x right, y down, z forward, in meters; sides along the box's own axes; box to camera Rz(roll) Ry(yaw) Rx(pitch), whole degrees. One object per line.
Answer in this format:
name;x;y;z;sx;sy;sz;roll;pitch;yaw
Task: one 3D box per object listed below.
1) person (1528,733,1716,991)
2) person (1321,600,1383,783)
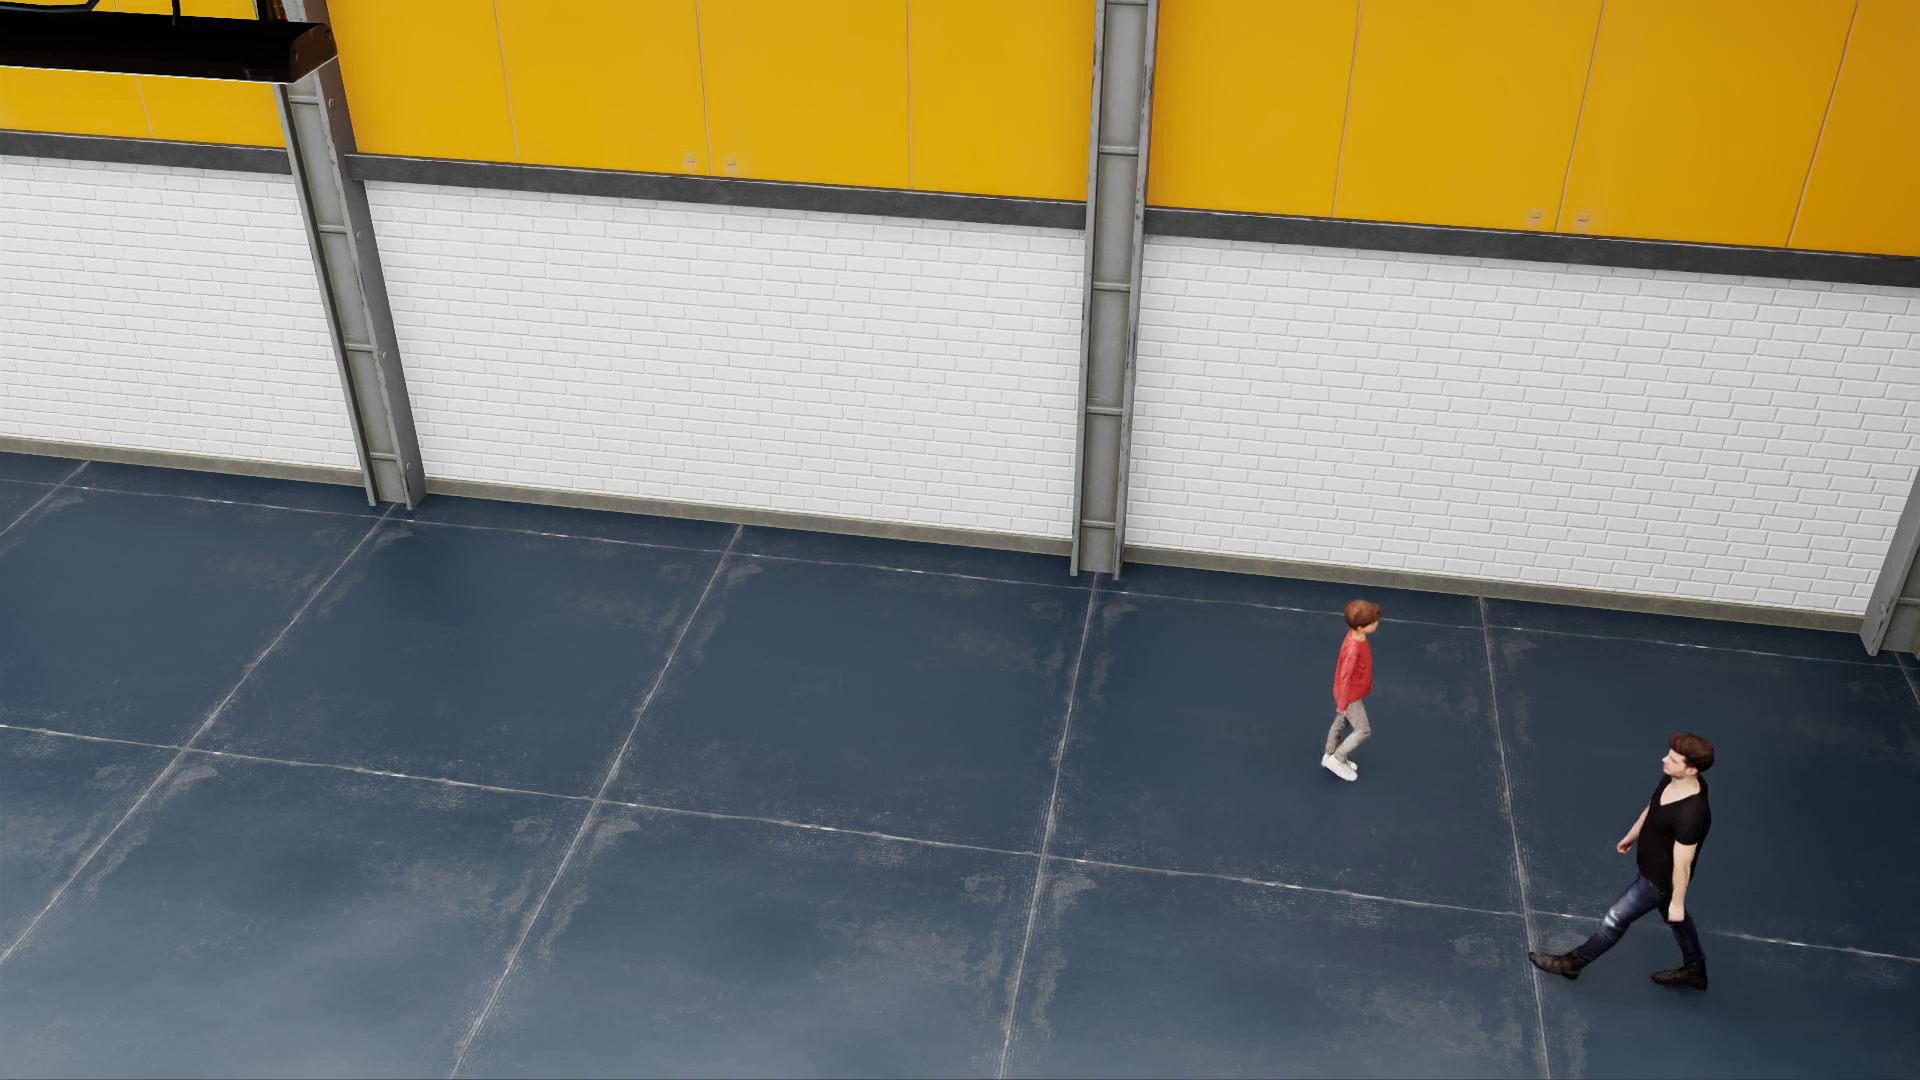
person;3.996;1.862;9.232;1.267;1.845;0.781;9;35;13
person;2.512;0.971;10.966;0.524;1.410;0.527;9;35;13
